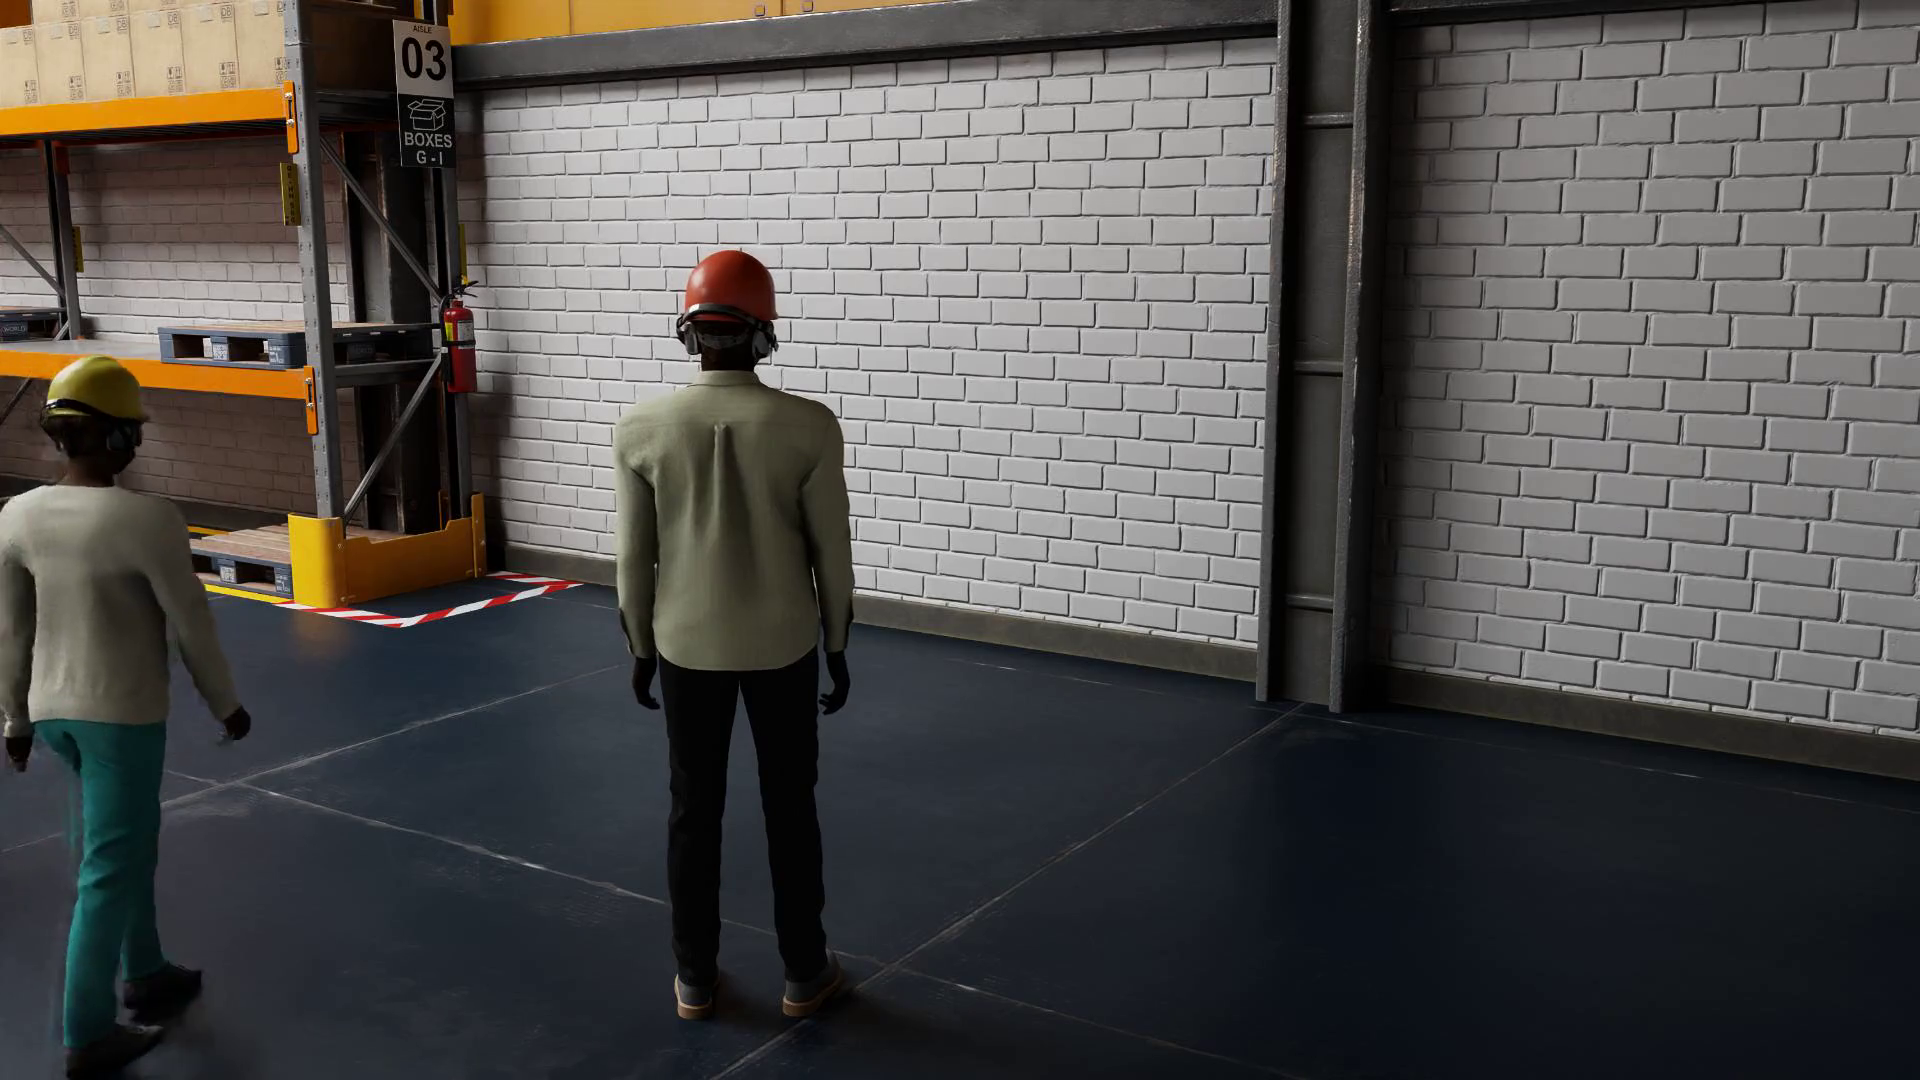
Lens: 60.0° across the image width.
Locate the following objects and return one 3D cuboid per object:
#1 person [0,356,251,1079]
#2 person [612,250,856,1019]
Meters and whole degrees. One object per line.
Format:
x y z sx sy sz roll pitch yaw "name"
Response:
-2.065 0.416 4.166 0.524 1.741 0.687 4 11 21 "person"
-0.571 0.263 4.301 0.608 1.995 0.377 0 10 0 "person"
